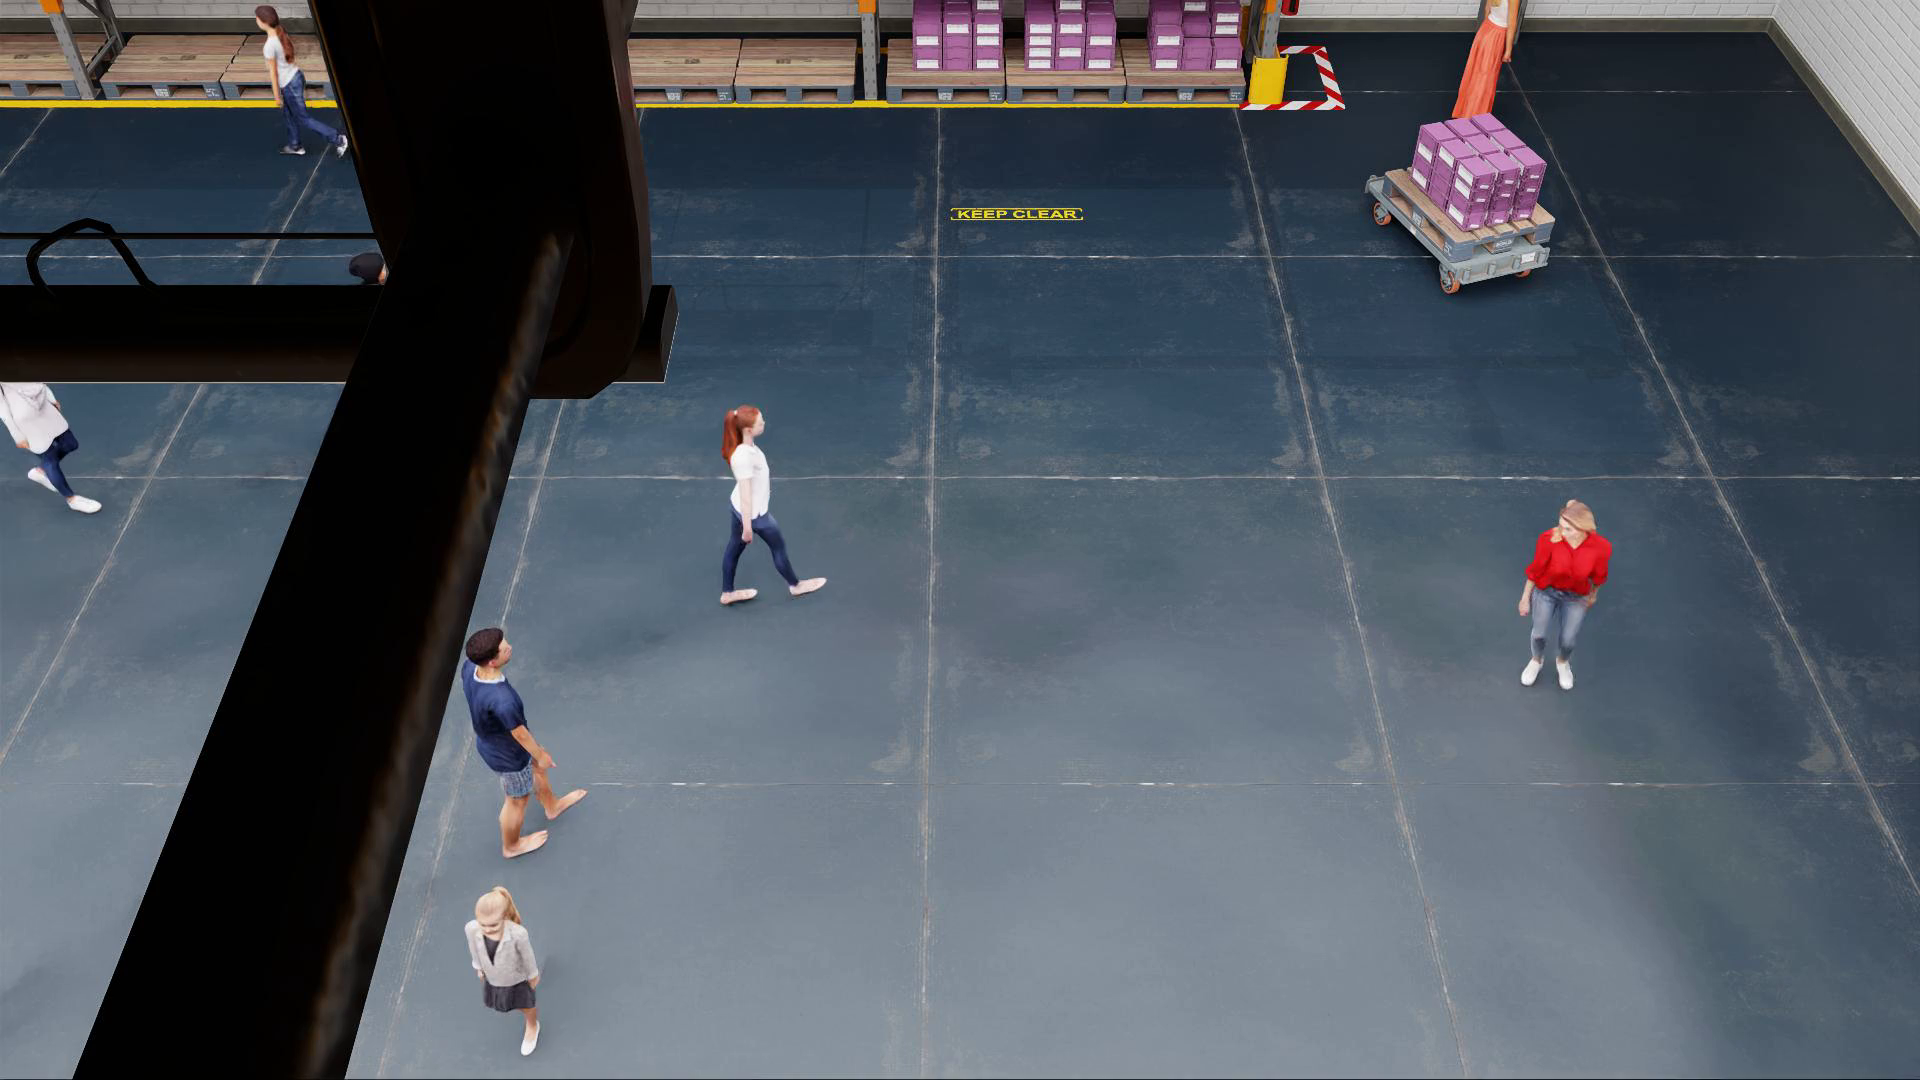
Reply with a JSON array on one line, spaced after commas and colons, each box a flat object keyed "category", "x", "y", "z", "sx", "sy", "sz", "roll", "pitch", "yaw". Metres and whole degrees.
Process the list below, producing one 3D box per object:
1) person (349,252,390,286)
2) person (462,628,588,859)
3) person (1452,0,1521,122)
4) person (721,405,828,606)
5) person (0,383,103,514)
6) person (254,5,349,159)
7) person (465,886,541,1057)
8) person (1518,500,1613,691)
[{"category": "person", "x": -4.306, "y": -1.387, "z": 12.466, "sx": 0.999, "sy": 1.731, "sz": 0.831, "roll": -16, "pitch": 46, "yaw": -16}, {"category": "person", "x": -2.704, "y": 1.226, "z": 9.654, "sx": 0.981, "sy": 1.827, "sz": 0.879, "roll": -25, "pitch": 49, "yaw": -24}, {"category": "person", "x": 5.114, "y": -4.789, "z": 15.986, "sx": 0.653, "sy": 1.802, "sz": 0.683, "roll": -9, "pitch": 44, "yaw": -10}, {"category": "person", "x": -1.515, "y": -0.176, "z": 11.214, "sx": 1.053, "sy": 1.706, "sz": 0.821, "roll": -15, "pitch": 46, "yaw": -16}, {"category": "person", "x": -6.723, "y": -0.896, "z": 11.925, "sx": 0.839, "sy": 1.767, "sz": 0.734, "roll": 9, "pitch": 44, "yaw": 9}, {"category": "person", "x": -6.232, "y": -4.275, "z": 15.642, "sx": 1.031, "sy": 1.533, "sz": 0.612, "roll": 3, "pitch": 44, "yaw": 4}, {"category": "person", "x": -2.424, "y": 2.261, "z": 8.975, "sx": 0.638, "sy": 1.265, "sz": 0.638, "roll": 8, "pitch": 44, "yaw": 8}, {"category": "person", "x": 3.890, "y": 0.341, "z": 10.705, "sx": 0.681, "sy": 1.660, "sz": 0.828, "roll": 3, "pitch": 44, "yaw": 3}]
